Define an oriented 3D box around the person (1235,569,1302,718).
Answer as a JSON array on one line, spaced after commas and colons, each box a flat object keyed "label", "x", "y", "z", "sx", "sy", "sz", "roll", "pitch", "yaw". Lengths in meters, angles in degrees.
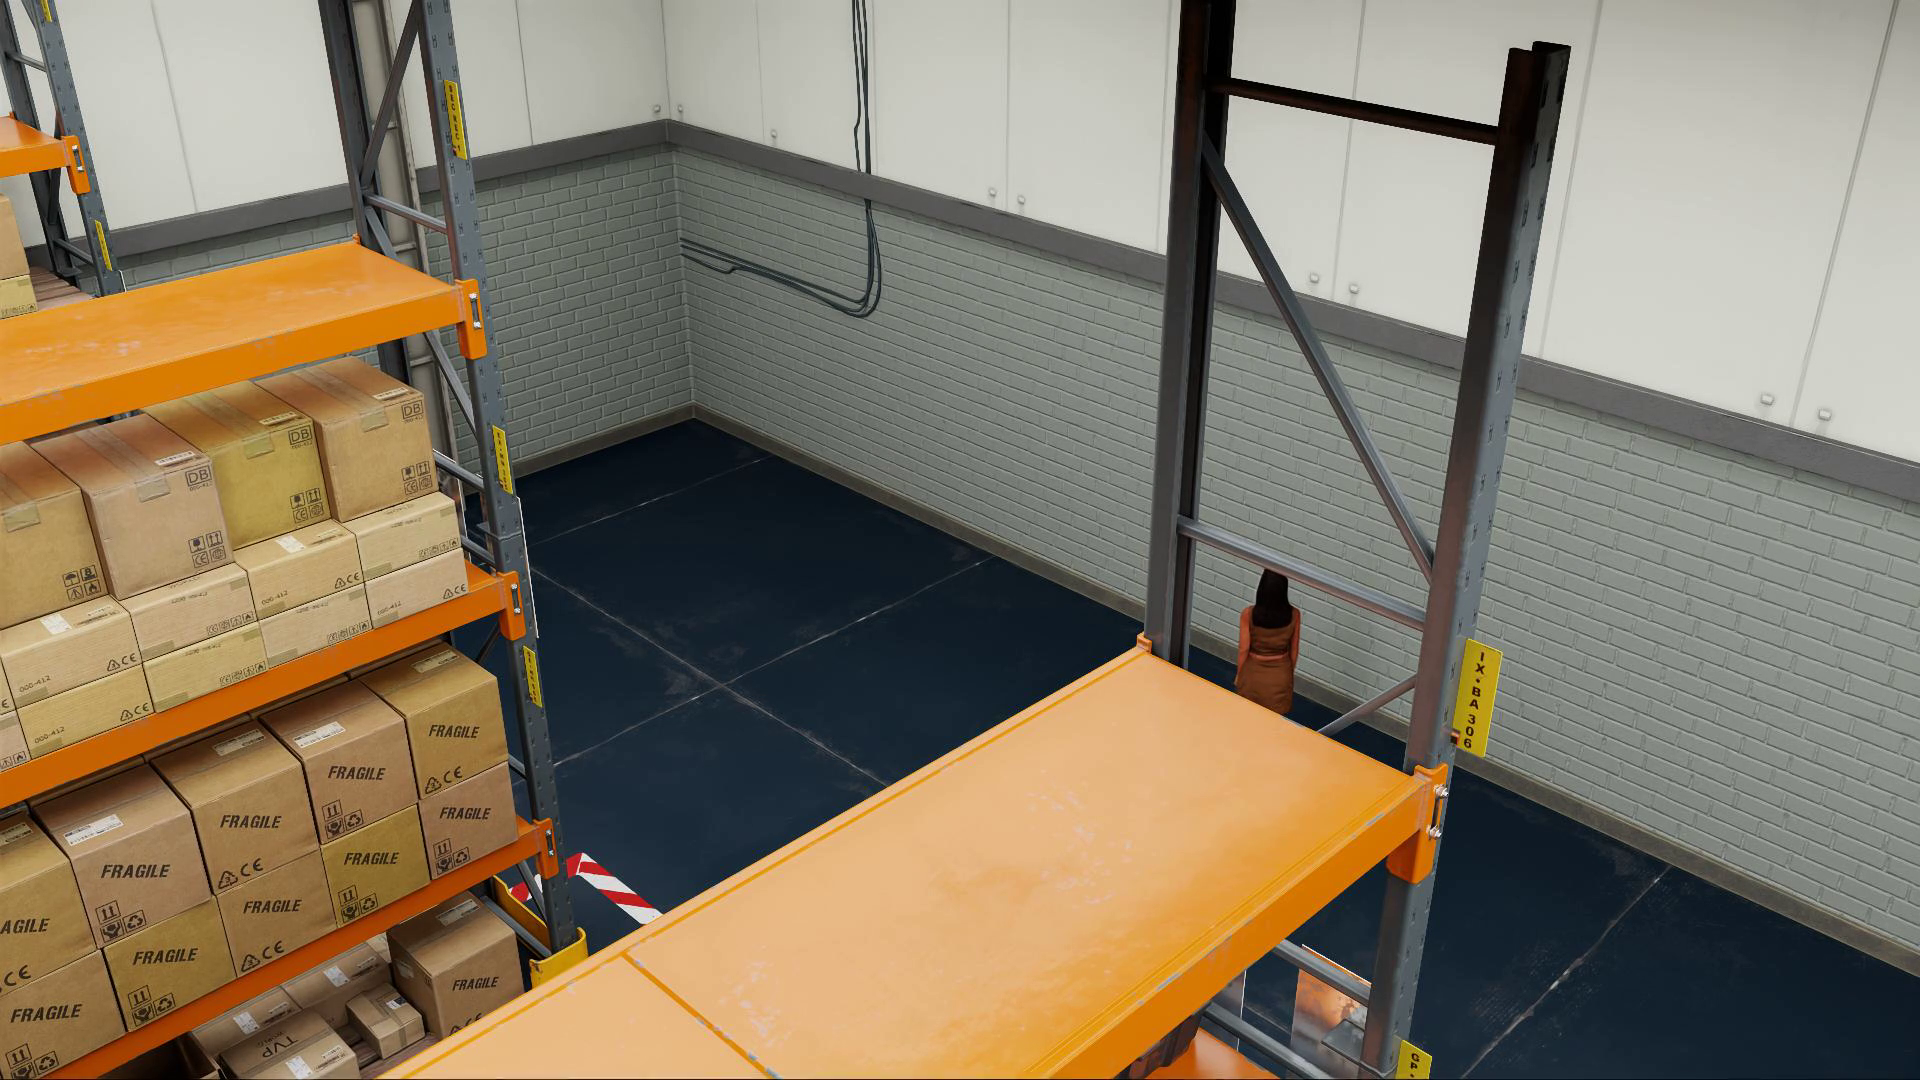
[{"label": "person", "x": 2.023, "y": 0.920, "z": 11.011, "sx": 0.627, "sy": 1.690, "sz": 0.697, "roll": -2, "pitch": 27, "yaw": -3}]
